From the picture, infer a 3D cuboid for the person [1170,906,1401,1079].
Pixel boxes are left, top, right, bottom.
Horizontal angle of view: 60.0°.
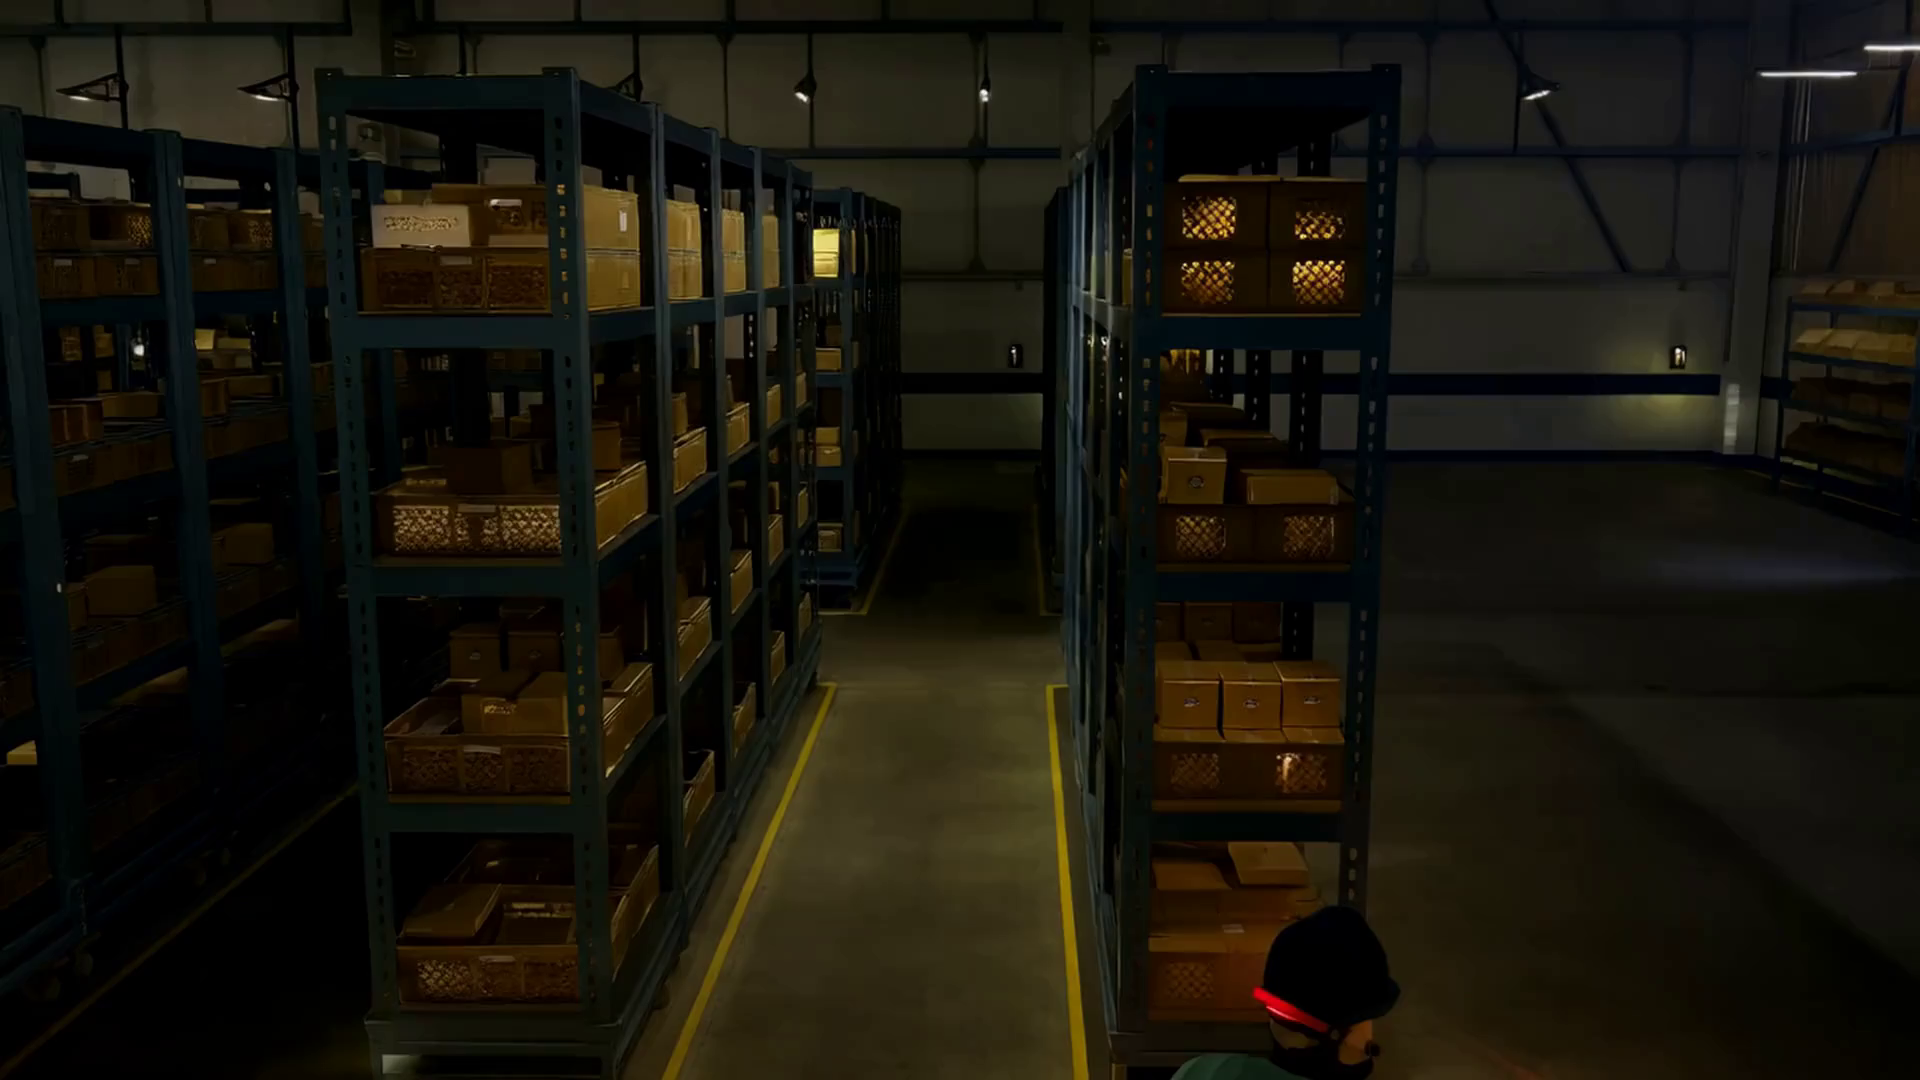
[{"bbox_3d":[0.663,1.588,3.192,0.597,1.831,0.403,9,13,42],"label":"person"}]
